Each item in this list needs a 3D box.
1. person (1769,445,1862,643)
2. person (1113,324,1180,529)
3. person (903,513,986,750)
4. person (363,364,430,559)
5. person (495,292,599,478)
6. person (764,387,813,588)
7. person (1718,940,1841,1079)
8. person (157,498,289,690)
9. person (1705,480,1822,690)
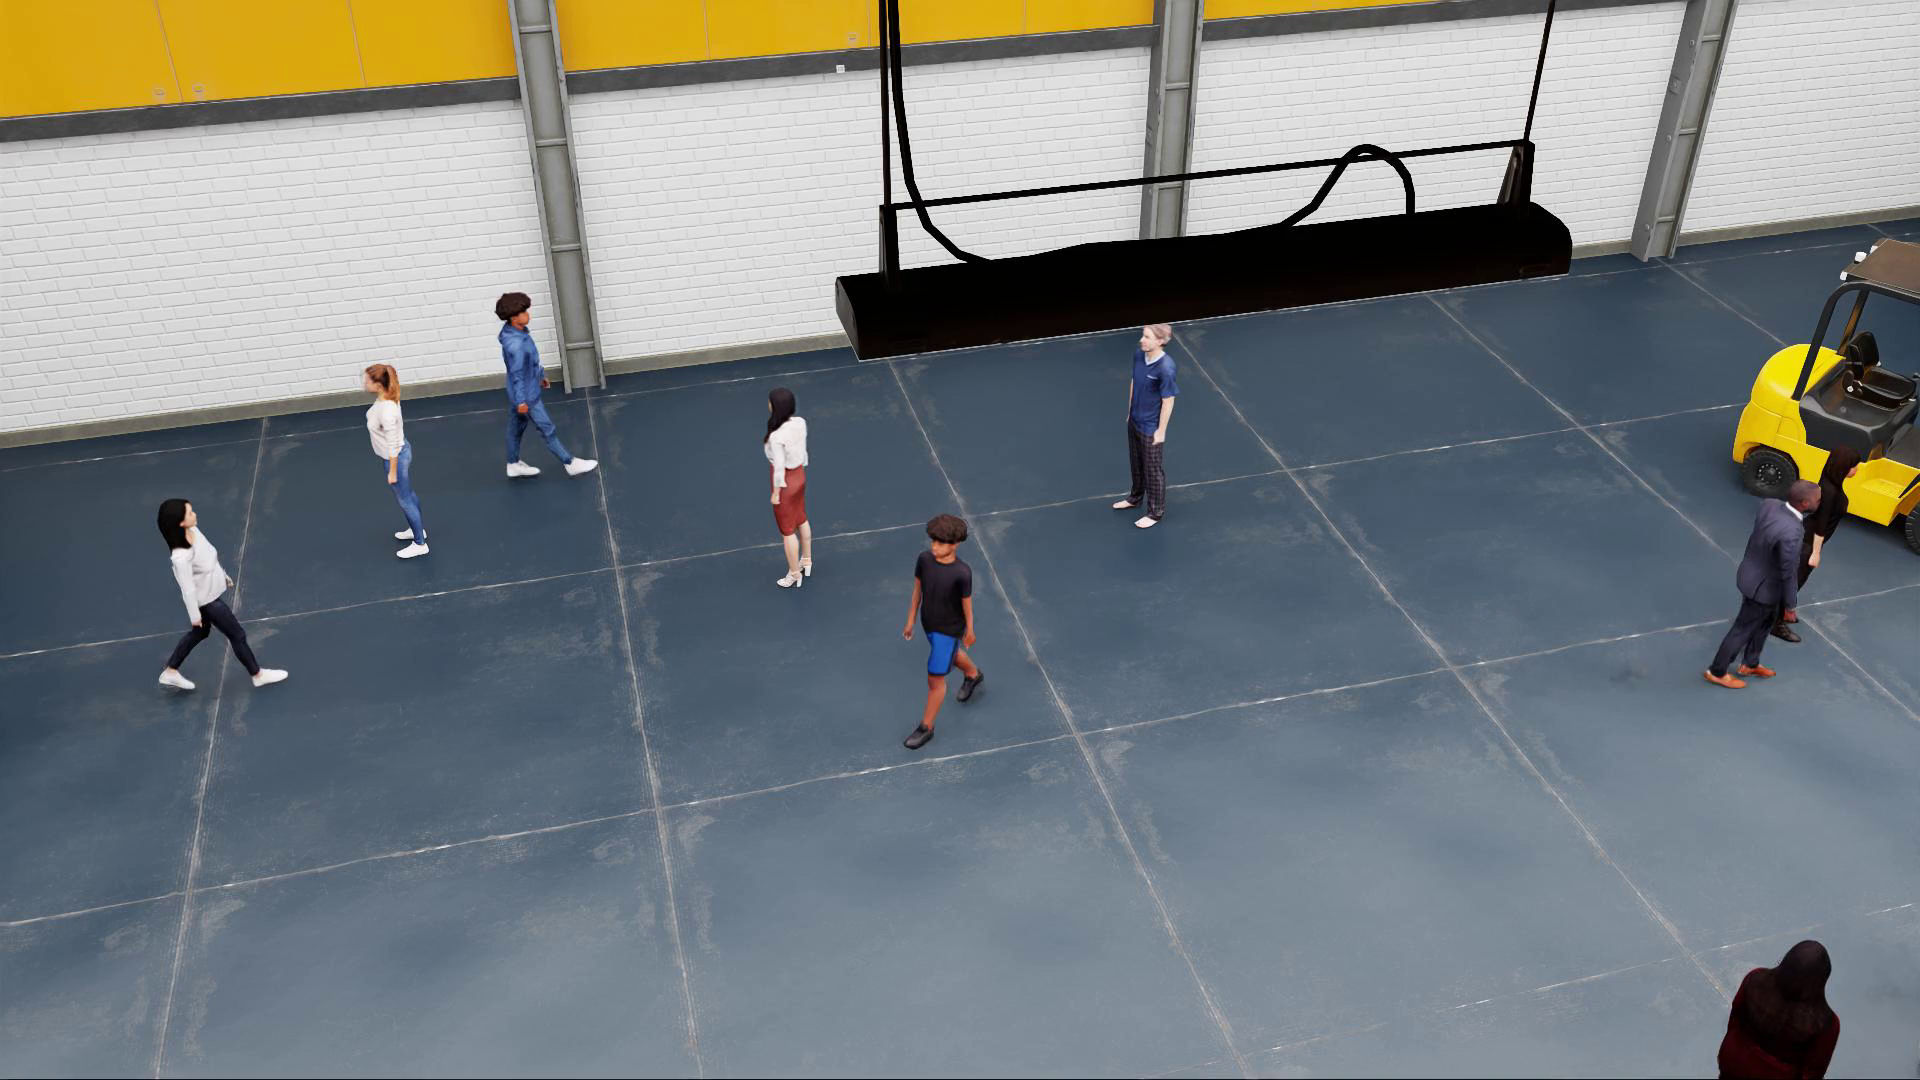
[{"bbox_3d":[6.452,-0.006,12.609,0.702,1.641,0.658,14,36,20],"label":"person"},{"bbox_3d":[1.575,-0.995,13.889,0.633,1.871,0.709,-17,37,-24],"label":"person"},{"bbox_3d":[-0.065,0.549,11.666,1.046,1.761,1.240,26,41,33],"label":"person"},{"bbox_3d":[-4.580,-0.660,13.522,0.515,1.719,0.604,-9,35,-13],"label":"person"},{"bbox_3d":[-3.863,-1.301,14.432,1.055,1.780,0.747,-6,34,-9],"label":"person"},{"bbox_3d":[-1.354,-0.410,13.118,0.718,1.750,0.674,15,36,21],"label":"person"},{"bbox_3d":[4.028,2.732,8.395,0.787,1.745,0.779,-23,40,-30],"label":"person"},{"bbox_3d":[-5.518,0.432,11.927,1.110,1.666,0.663,-11,35,-16],"label":"person"},{"bbox_3d":[5.683,0.329,11.960,0.923,1.802,0.886,5,34,7],"label":"person"}]
